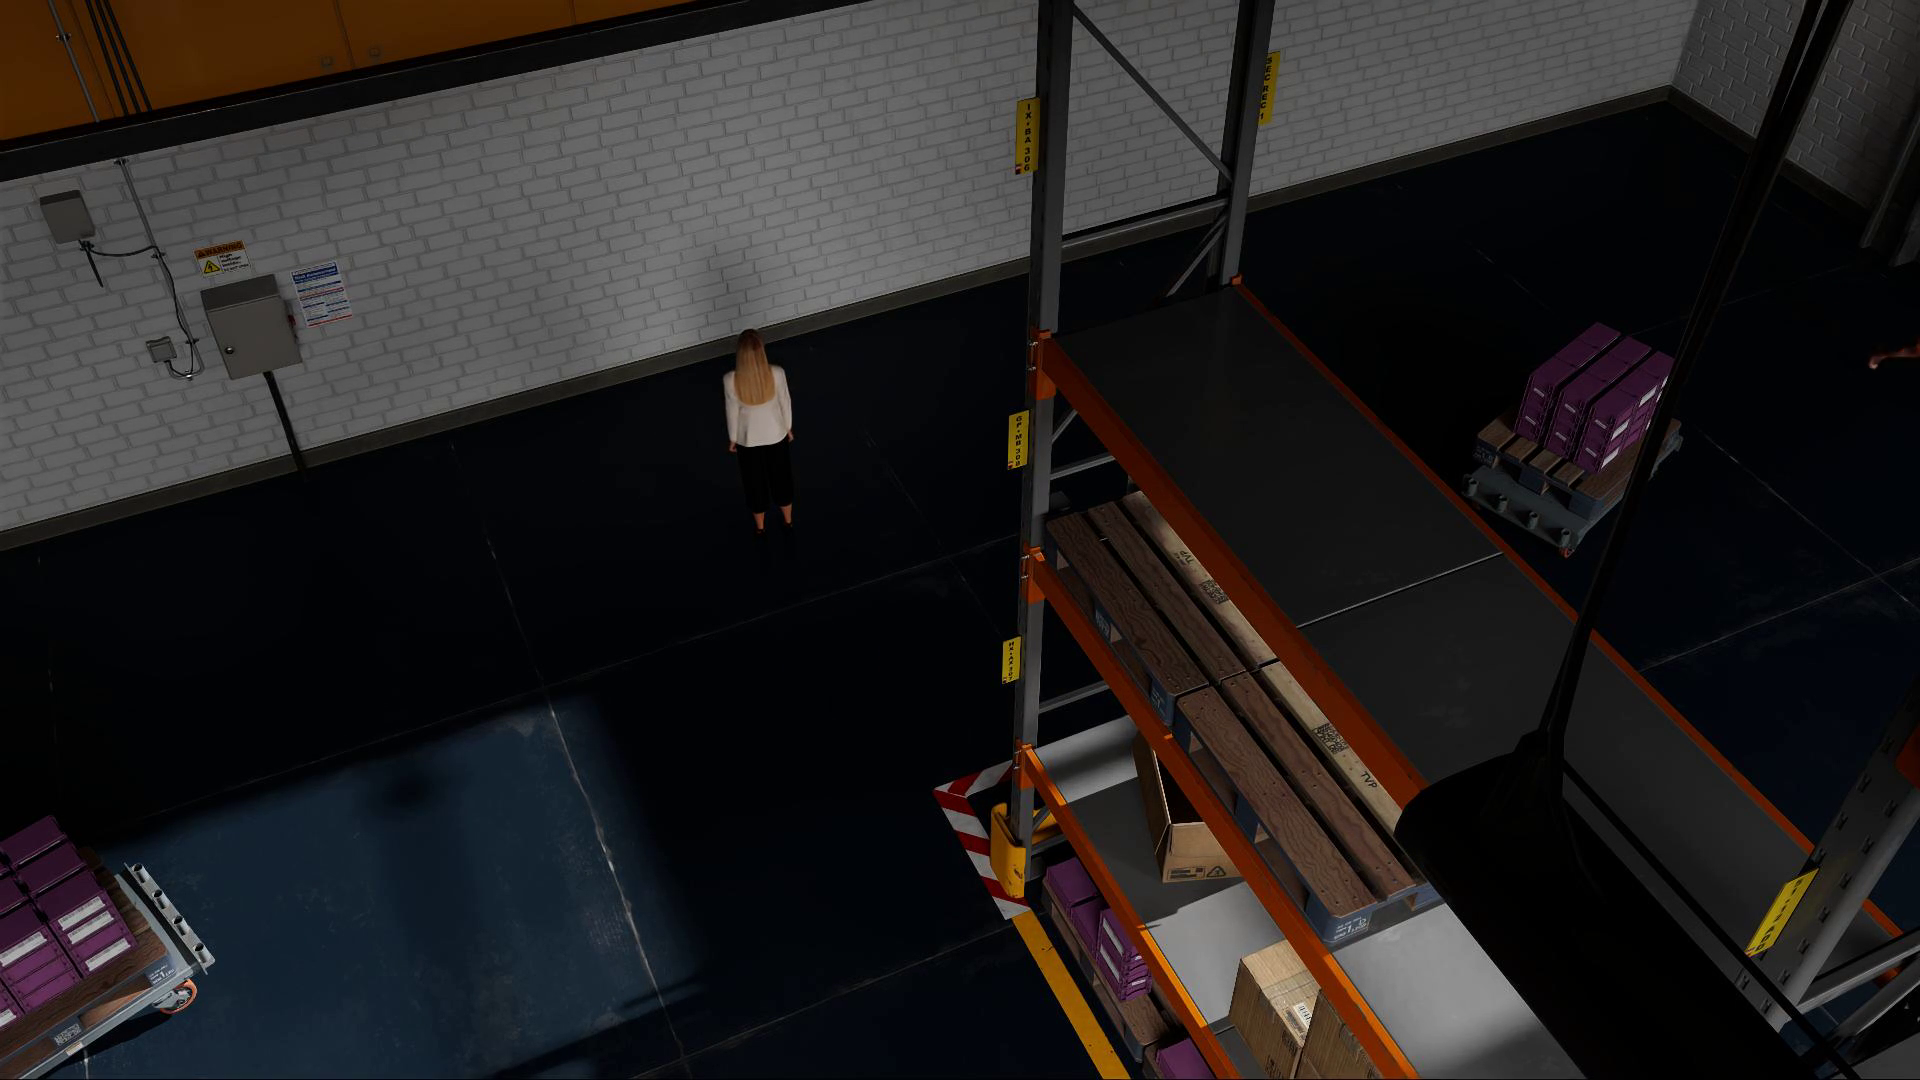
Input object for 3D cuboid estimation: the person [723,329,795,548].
[{"bbox_3d":[-1.379,-0.699,11.591,0.649,1.858,0.570,-11,45,-11],"label":"person"}]
